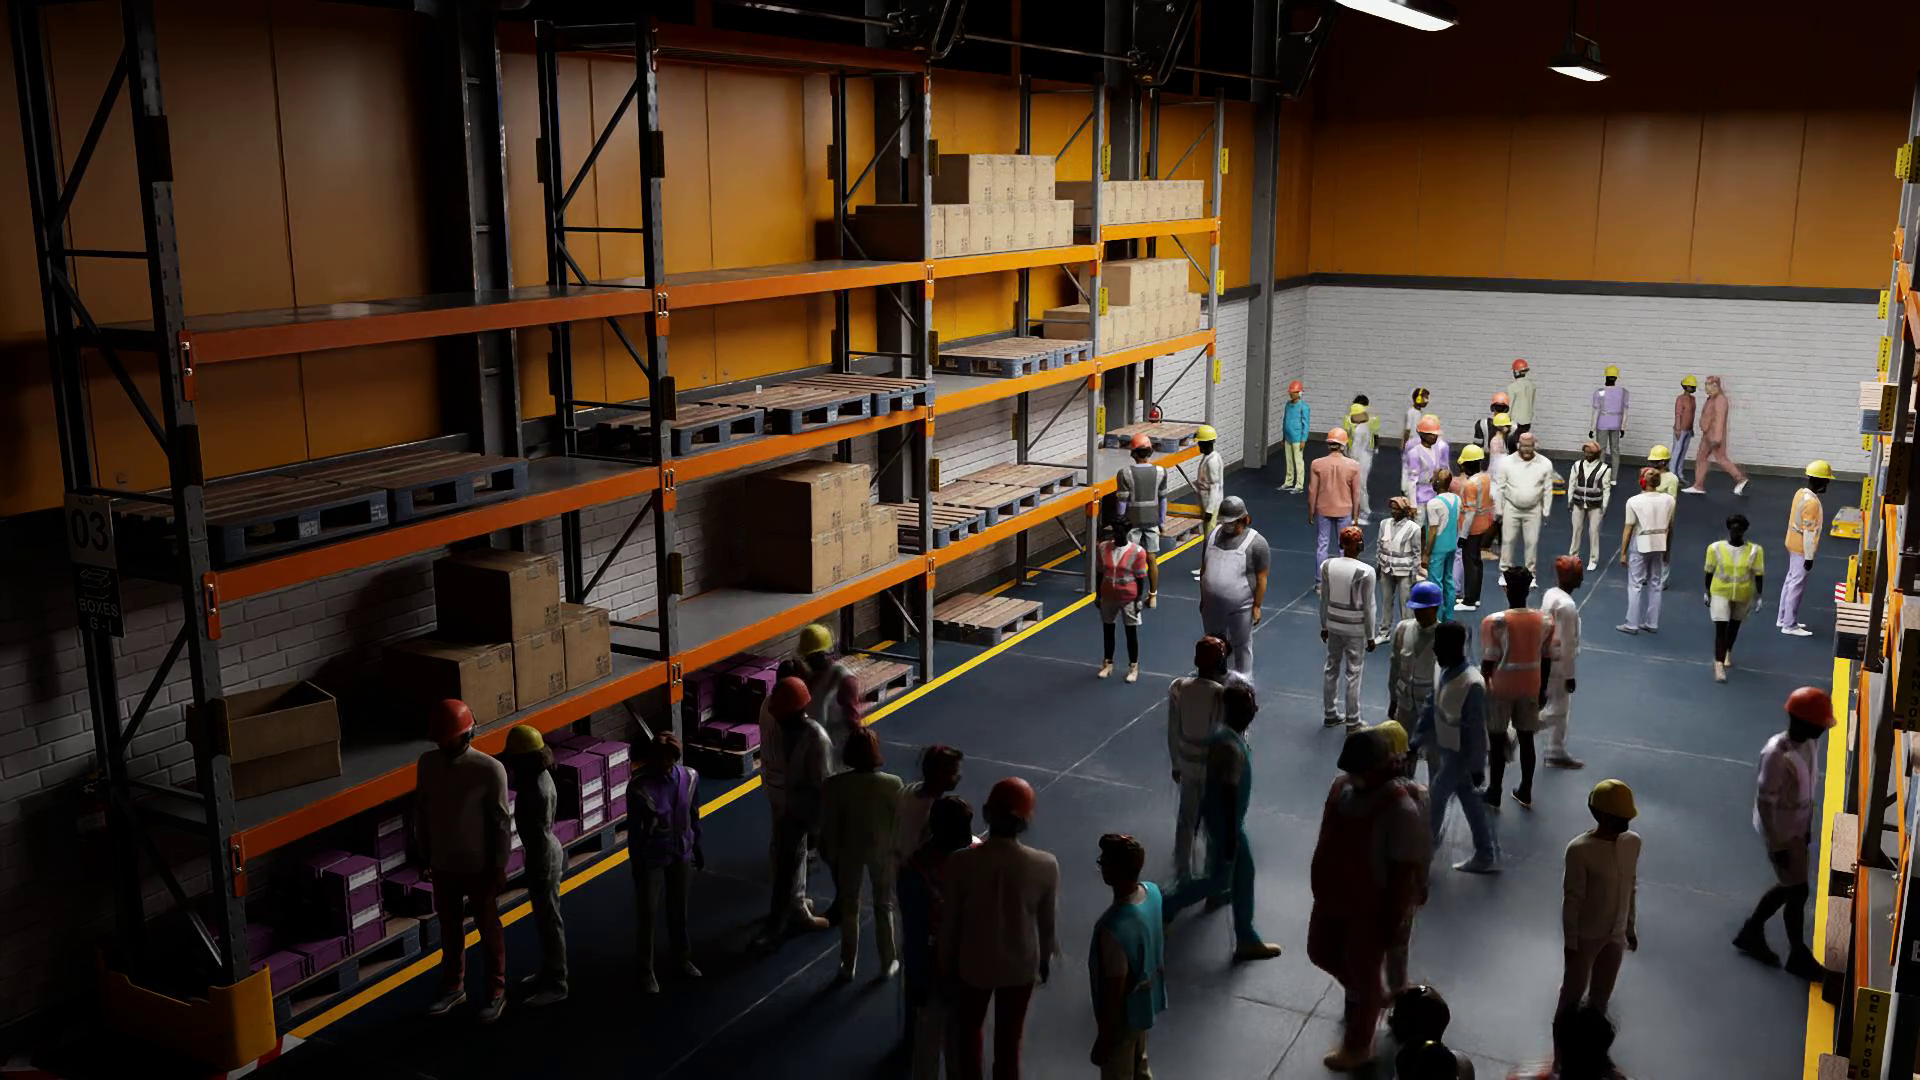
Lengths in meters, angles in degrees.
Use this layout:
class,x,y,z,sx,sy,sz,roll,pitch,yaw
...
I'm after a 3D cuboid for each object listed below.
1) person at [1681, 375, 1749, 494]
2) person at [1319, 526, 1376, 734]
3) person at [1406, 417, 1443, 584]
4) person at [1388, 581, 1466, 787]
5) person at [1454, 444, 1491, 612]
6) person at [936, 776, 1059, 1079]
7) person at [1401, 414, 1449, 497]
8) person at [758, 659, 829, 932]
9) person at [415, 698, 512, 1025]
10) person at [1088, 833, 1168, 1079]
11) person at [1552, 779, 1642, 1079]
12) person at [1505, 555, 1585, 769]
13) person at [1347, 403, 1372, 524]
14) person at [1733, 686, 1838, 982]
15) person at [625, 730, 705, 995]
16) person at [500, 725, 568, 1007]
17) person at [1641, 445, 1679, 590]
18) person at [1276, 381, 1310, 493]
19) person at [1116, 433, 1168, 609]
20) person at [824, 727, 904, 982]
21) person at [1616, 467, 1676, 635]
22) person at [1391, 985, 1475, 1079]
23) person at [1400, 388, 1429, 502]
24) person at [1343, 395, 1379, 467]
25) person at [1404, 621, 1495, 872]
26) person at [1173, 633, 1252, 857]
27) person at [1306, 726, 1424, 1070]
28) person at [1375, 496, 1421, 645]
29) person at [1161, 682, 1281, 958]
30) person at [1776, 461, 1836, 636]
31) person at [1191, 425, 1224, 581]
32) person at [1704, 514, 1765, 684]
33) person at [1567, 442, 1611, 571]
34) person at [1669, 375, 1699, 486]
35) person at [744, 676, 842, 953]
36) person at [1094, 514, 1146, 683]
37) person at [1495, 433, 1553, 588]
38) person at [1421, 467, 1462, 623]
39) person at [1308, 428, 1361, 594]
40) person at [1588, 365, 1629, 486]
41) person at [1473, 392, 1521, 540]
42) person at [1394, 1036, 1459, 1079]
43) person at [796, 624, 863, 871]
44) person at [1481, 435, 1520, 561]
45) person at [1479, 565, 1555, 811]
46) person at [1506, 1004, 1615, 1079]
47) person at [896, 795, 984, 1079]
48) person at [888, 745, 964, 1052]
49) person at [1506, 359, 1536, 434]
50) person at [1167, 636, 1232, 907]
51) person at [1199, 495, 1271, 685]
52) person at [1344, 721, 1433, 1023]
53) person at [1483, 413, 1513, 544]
class,x,y,z,sx,sy,sz,roll,pitch,yaw
person,11.792,-1.620,25.773,0.906,1.866,0.683,2,13,10
person,3.467,0.803,14.901,0.366,1.879,0.582,-10,16,-39
person,5.682,-0.497,20.329,0.373,2.042,0.614,11,17,41
person,3.533,1.257,12.692,0.406,1.947,0.607,-11,17,-41
person,5.828,-0.138,18.986,0.373,1.925,0.585,8,15,32
person,0.192,2.169,8.567,0.617,1.965,0.447,1,13,2
person,6.129,-0.743,21.824,0.604,1.880,0.931,10,16,37
person,-1.103,1.681,11.049,0.429,1.838,0.621,-5,14,-21
person,-2.938,1.880,9.805,0.609,1.991,0.388,4,13,16
person,0.814,2.323,8.148,0.375,1.843,0.574,6,14,26
person,3.507,2.148,9.113,0.525,1.769,0.308,-6,14,-25
person,4.901,1.036,13.879,0.688,1.862,0.591,2,13,8
person,5.693,-1.085,23.691,0.439,1.715,0.542,6,14,25
person,5.186,1.807,10.330,0.616,1.902,0.612,-11,17,-42
person,-1.814,1.960,10.245,0.513,1.638,0.313,-10,16,-38
person,-2.577,1.950,10.080,0.325,1.731,0.488,-5,14,-22
person,8.342,-0.266,19.941,0.335,1.760,0.526,-5,14,-23
person,5.204,-1.609,25.961,0.335,1.749,0.574,-6,14,-25
person,2.062,-0.207,19.032,0.608,2.043,0.374,-3,13,-13
person,-0.582,1.946,10.309,0.507,1.636,0.277,0,13,1
person,7.437,0.130,17.998,0.573,1.836,0.393,-2,13,-11
person,1.831,2.655,6.691,0.504,1.839,0.341,-9,16,-36
person,6.637,-1.287,24.295,0.386,1.854,0.530,8,15,31
person,6.106,-1.423,25.364,0.547,1.658,0.852,4,13,15
person,3.420,1.495,11.810,0.996,1.860,0.602,-1,13,-5
person,1.877,1.495,12.251,0.539,1.659,0.754,7,15,30
person,2.232,1.970,9.290,0.569,2.000,0.699,-6,14,-25
person,4.592,0.342,17.482,0.308,1.639,0.524,-11,16,-39
person,1.642,1.793,10.634,0.819,1.792,0.556,2,13,8
person,9.178,0.082,18.035,0.409,1.918,0.584,4,13,16
person,3.037,-0.451,20.391,0.384,1.924,0.589,1,13,4
person,7.691,0.546,16.563,0.540,1.652,0.900,4,13,18
person,7.913,-0.433,20.961,0.521,1.636,0.311,11,17,42
person,11.588,-1.755,26.590,0.522,1.769,0.312,-11,16,-40
person,-1.022,1.742,10.724,0.546,1.856,1.002,11,16,40
person,1.570,0.567,16.366,0.535,1.693,0.317,7,14,27
person,6.786,-0.359,20.051,0.666,1.898,0.399,3,13,14
person,5.183,0.127,17.983,0.506,1.846,0.349,-10,16,-37
person,4.438,-0.341,19.744,0.612,1.991,0.392,3,13,15
person,10.315,-1.814,26.483,0.585,1.928,0.370,-1,13,-4
person,7.271,-0.996,22.604,0.613,2.029,0.409,3,13,13
person,1.658,2.738,6.389,0.921,1.821,0.559,10,16,38
person,-1.066,1.487,12.006,0.610,1.788,0.904,12,17,43
person,6.999,-0.530,21.331,0.610,1.654,0.543,0,13,0
person,4.340,1.163,13.071,0.613,1.962,0.362,-2,13,-9
person,2.340,2.658,6.410,0.620,1.948,0.502,5,14,23
person,-0.040,2.207,8.679,0.429,1.844,0.627,10,16,38
person,-0.146,2.035,9.496,0.500,1.820,0.557,-3,13,-15
person,9.005,-1.930,26.873,0.620,1.988,0.402,-6,14,-26
person,1.684,1.576,11.400,0.574,1.887,0.355,11,17,41
person,2.512,0.567,15.571,0.677,2.000,0.536,9,15,34
person,2.494,1.957,9.835,0.586,1.825,0.404,6,14,26
person,7.259,-0.833,22.455,0.306,1.772,0.525,5,14,23
